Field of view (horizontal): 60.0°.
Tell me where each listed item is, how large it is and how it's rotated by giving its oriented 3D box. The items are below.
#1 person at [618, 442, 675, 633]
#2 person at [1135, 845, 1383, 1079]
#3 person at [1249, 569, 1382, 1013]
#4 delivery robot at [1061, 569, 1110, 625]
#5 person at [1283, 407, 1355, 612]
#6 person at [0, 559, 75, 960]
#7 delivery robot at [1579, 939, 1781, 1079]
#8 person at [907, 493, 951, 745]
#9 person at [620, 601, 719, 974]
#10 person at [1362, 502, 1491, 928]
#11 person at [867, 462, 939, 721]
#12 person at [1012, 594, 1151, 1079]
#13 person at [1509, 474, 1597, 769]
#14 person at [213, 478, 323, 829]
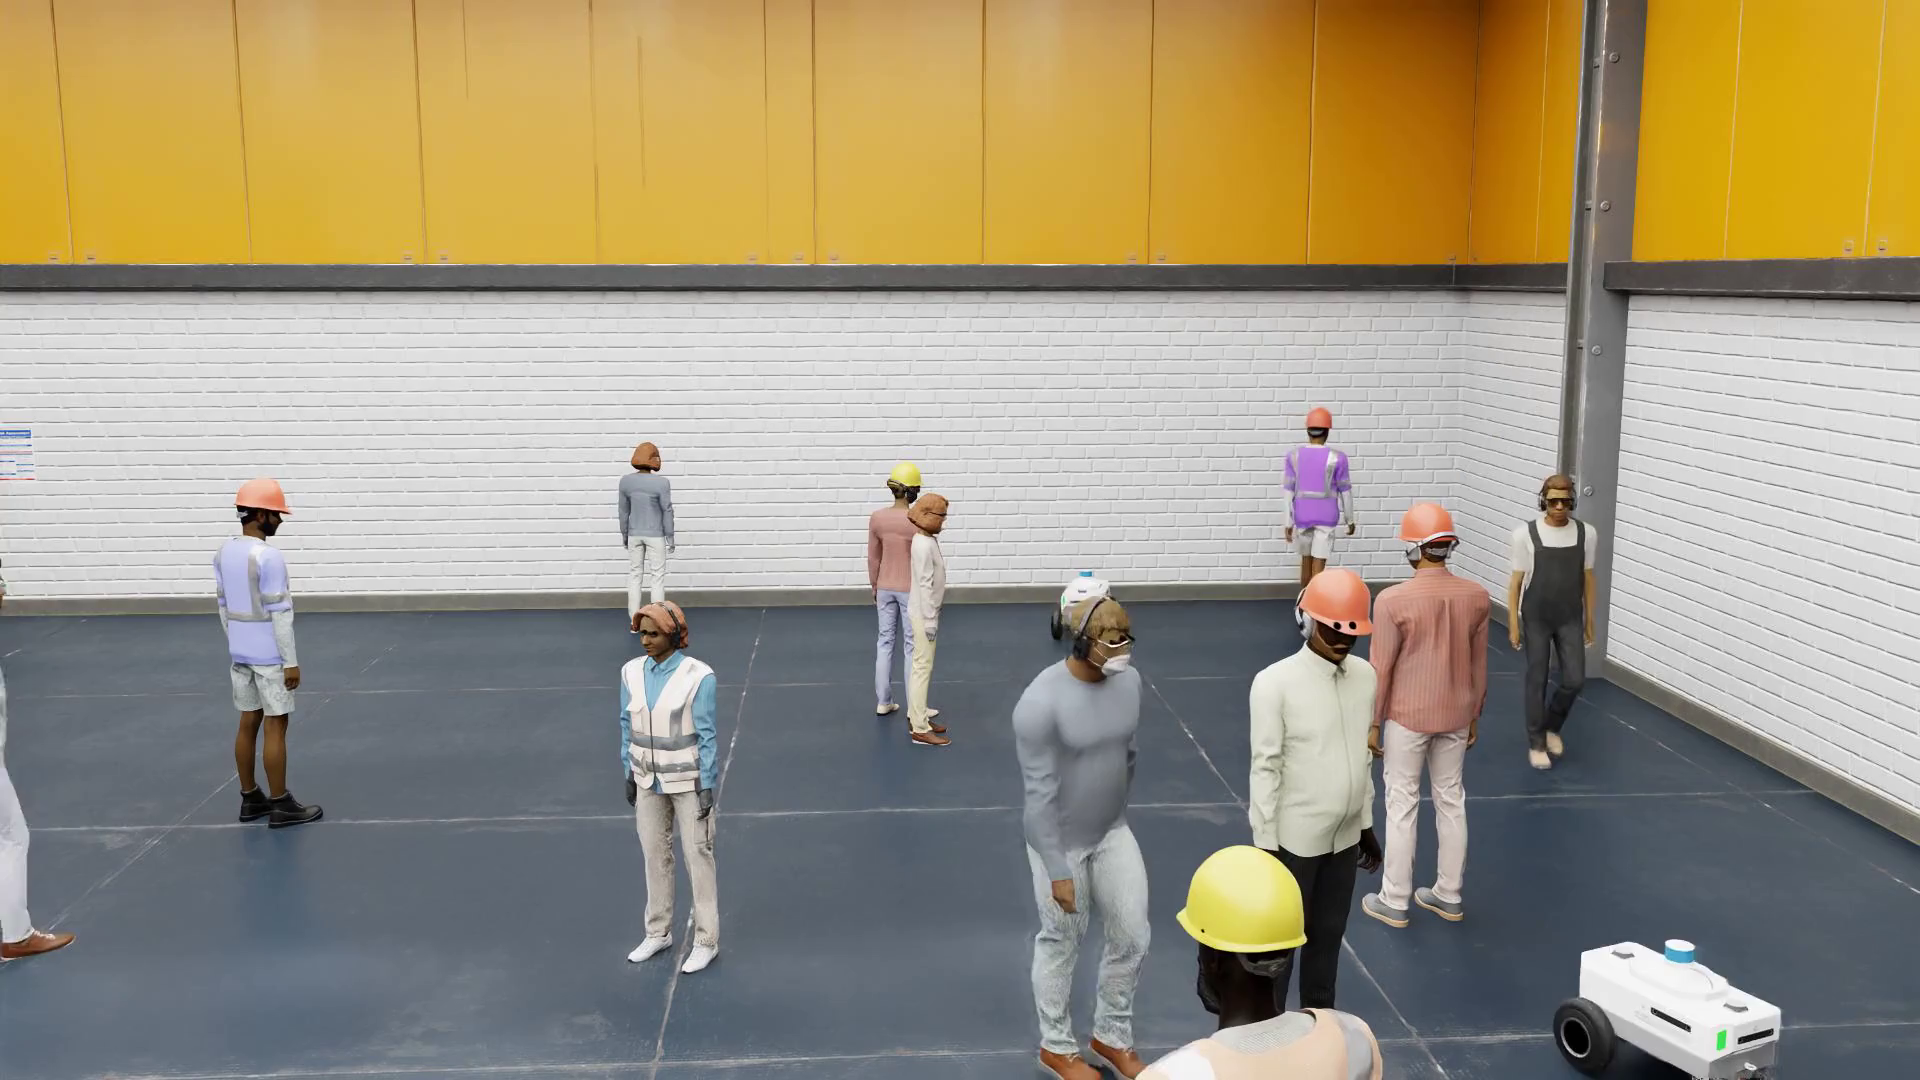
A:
[{"bbox_3d":[-2.643,-0.015,14.085,0.507,1.631,0.273,3,10,19],"label":"person"},{"bbox_3d":[0.558,1.550,3.338,0.585,1.928,0.365,-5,10,-30],"label":"person"},{"bbox_3d":[1.319,1.080,6.111,0.611,1.985,0.393,-6,11,-34],"label":"person"},{"bbox_3d":[1.061,0.488,14.006,0.477,0.478,0.707,2,9,11],"label":"delivery robot"},{"bbox_3d":[3.122,-0.193,14.385,0.556,1.901,0.848,6,11,32],"label":"person"},{"bbox_3d":[-4.348,0.970,7.237,0.525,1.851,0.666,8,12,43],"label":"person"},{"bbox_3d":[2.665,1.734,6.188,0.477,0.478,0.707,-4,10,-25],"label":"delivery robot"},{"bbox_3d":[-0.205,0.504,10.823,0.279,1.633,0.498,0,9,-2],"label":"person"},{"bbox_3d":[-1.268,1.069,7.292,0.508,1.631,0.310,5,10,27],"label":"person"},{"bbox_3d":[2.163,0.815,7.775,0.614,1.987,0.407,-3,9,-16],"label":"person"},{"bbox_3d":[-0.382,0.347,11.398,0.533,1.767,0.327,6,11,32],"label":"person"},{"bbox_3d":[0.474,1.128,6.078,0.642,1.909,0.588,-7,11,-37],"label":"person"},{"bbox_3d":[3.633,0.503,10.206,0.541,1.830,0.411,1,9,5],"label":"person"},{"bbox_3d":[-3.827,0.620,9.175,0.542,1.928,0.374,6,11,32],"label":"person"}]
